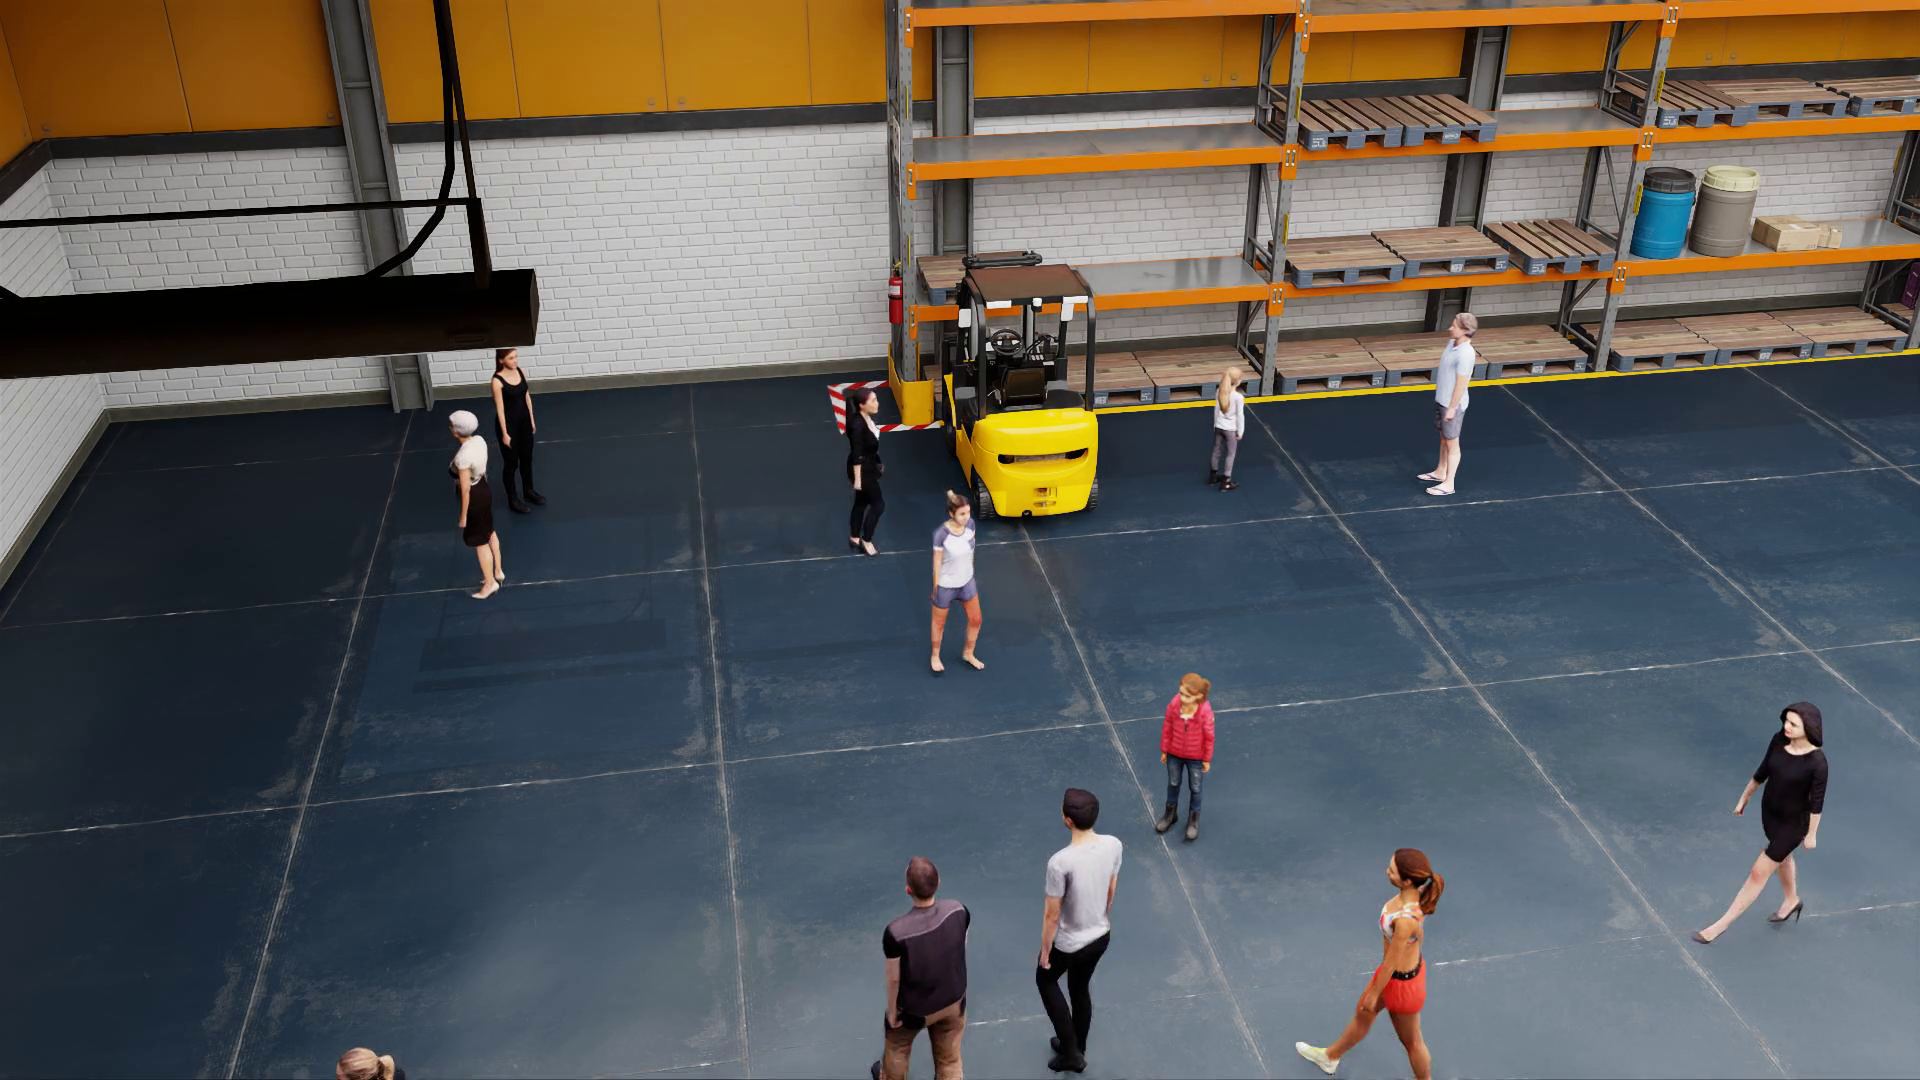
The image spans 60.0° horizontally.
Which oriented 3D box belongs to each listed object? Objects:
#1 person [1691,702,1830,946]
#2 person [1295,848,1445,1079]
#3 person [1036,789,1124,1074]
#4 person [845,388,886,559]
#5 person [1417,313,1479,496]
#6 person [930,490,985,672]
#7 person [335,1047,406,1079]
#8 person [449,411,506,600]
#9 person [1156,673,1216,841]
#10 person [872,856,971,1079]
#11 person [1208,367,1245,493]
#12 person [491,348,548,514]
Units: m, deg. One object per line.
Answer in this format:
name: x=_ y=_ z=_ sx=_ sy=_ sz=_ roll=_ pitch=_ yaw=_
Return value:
person: x=5.237 y=1.784 z=10.434 sx=1.078 sy=1.754 sz=0.612 roll=-6 pitch=29 yaw=-10
person: x=2.527 y=2.463 z=9.184 sx=1.138 sy=1.759 sz=0.955 roll=11 pitch=30 yaw=19
person: x=0.717 y=2.301 z=9.397 sx=0.787 sy=1.840 sz=0.903 roll=-19 pitch=34 yaw=-31
person: x=-0.951 y=-0.605 z=14.924 sx=0.660 sy=1.649 sz=0.654 roll=2 pitch=29 yaw=3
person: x=4.765 y=-1.334 z=16.070 sx=0.623 sy=1.832 sz=0.690 roll=1 pitch=29 yaw=1
person: x=-0.077 y=0.321 z=13.271 sx=0.692 sy=1.605 sz=0.756 roll=-17 pitch=33 yaw=-28
person: x=-2.670 y=3.101 z=8.087 sx=0.671 sy=1.691 sz=0.696 roll=2 pitch=29 yaw=4
person: x=-4.116 y=-0.302 z=14.258 sx=0.643 sy=1.754 sz=0.708 roll=4 pitch=29 yaw=7
person: x=1.570 y=1.468 z=11.473 sx=0.562 sy=1.315 sz=0.651 roll=12 pitch=31 yaw=21
person: x=-0.132 y=2.521 z=9.011 sx=0.849 sy=1.823 sz=0.852 roll=-11 pitch=30 yaw=-19
person: x=2.591 y=-1.086 z=16.194 sx=0.586 sy=1.277 sz=0.634 roll=25 pitch=37 yaw=38
person: x=-4.220 y=-1.077 z=15.748 sx=0.724 sy=1.688 sz=0.675 roll=16 pitch=32 yaw=26
